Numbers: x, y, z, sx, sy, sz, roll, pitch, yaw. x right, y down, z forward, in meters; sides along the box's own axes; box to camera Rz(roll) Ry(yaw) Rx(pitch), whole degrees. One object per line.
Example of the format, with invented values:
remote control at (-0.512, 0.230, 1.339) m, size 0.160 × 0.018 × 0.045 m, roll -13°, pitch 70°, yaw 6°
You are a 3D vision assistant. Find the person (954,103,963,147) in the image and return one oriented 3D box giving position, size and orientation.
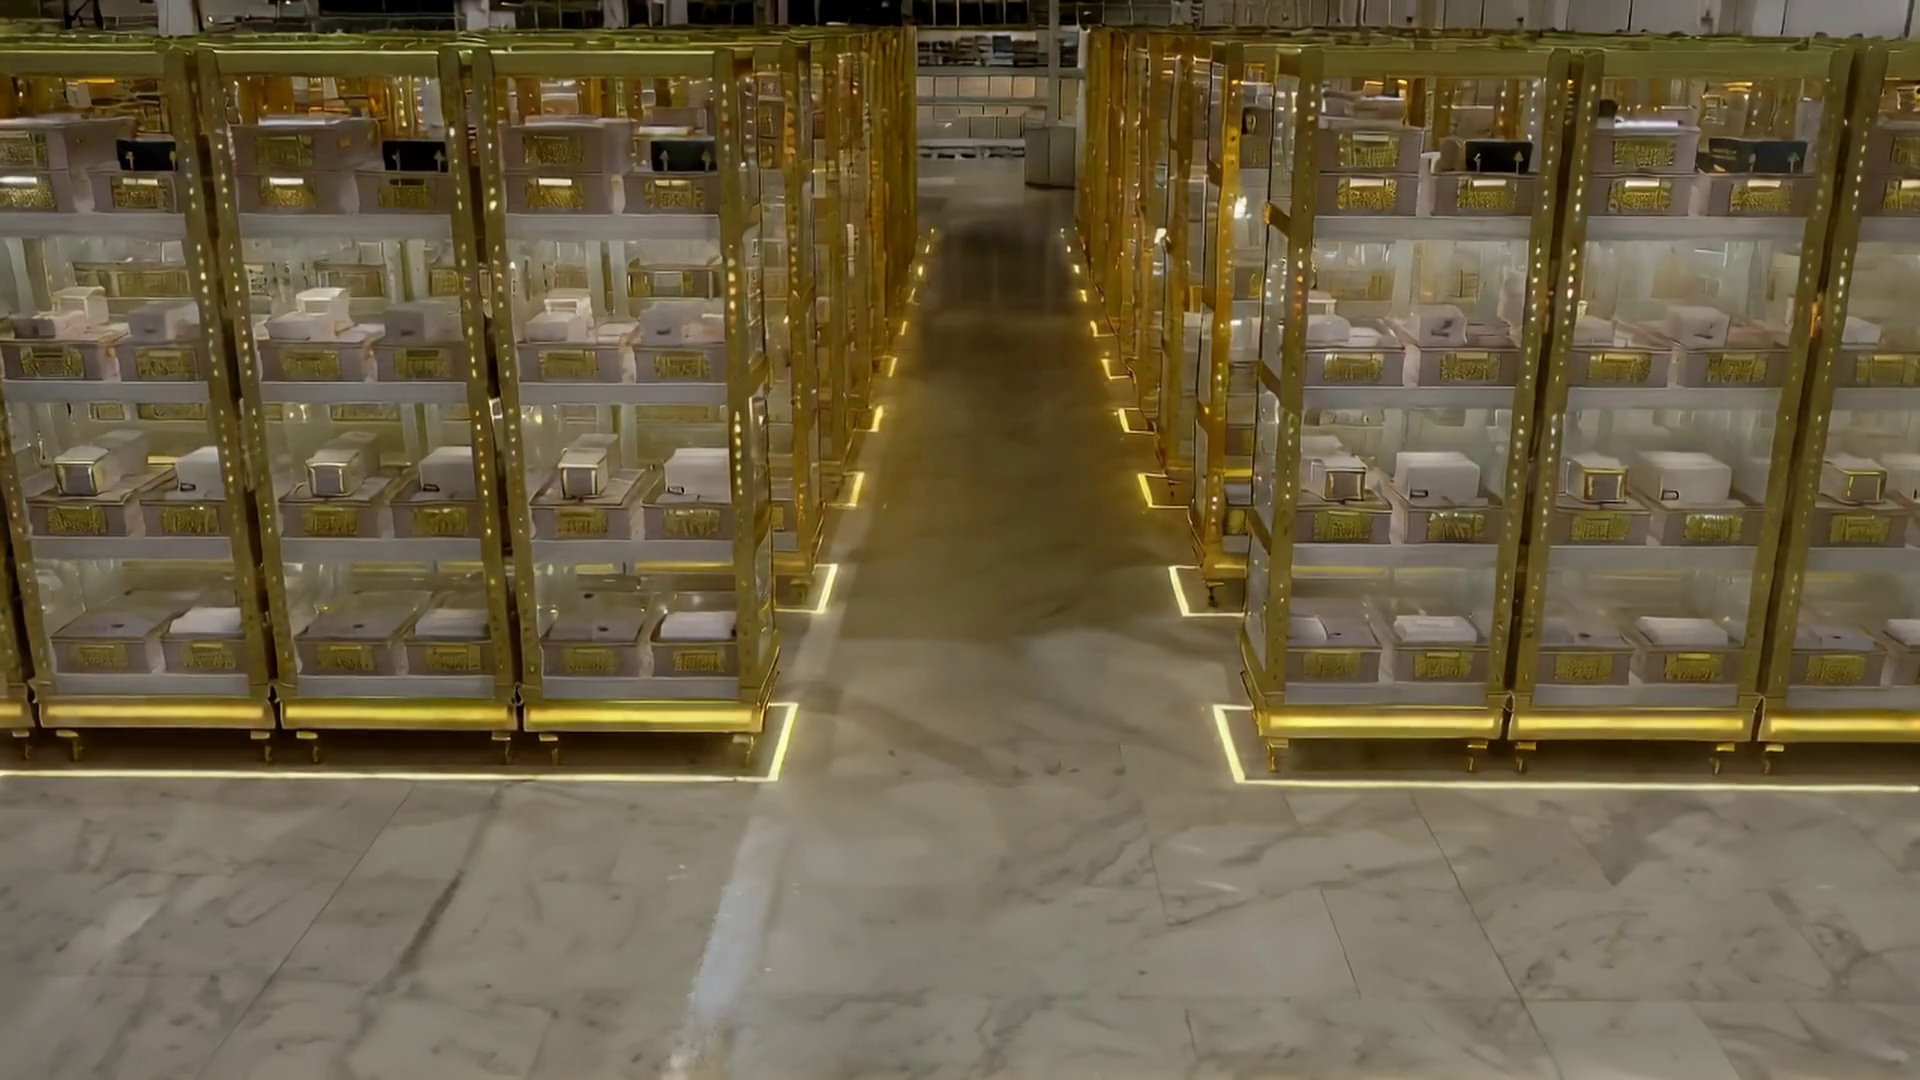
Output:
person at (-0.134, -12.866, 50.174) m, size 0.388 × 1.947 × 0.615 m, roll 17°, pitch 24°, yaw 42°

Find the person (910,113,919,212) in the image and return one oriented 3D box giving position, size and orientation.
person at (-1.048, -7.476, 32.919) m, size 0.623 × 1.992 × 0.396 m, roll -16°, pitch 23°, yaw -41°
